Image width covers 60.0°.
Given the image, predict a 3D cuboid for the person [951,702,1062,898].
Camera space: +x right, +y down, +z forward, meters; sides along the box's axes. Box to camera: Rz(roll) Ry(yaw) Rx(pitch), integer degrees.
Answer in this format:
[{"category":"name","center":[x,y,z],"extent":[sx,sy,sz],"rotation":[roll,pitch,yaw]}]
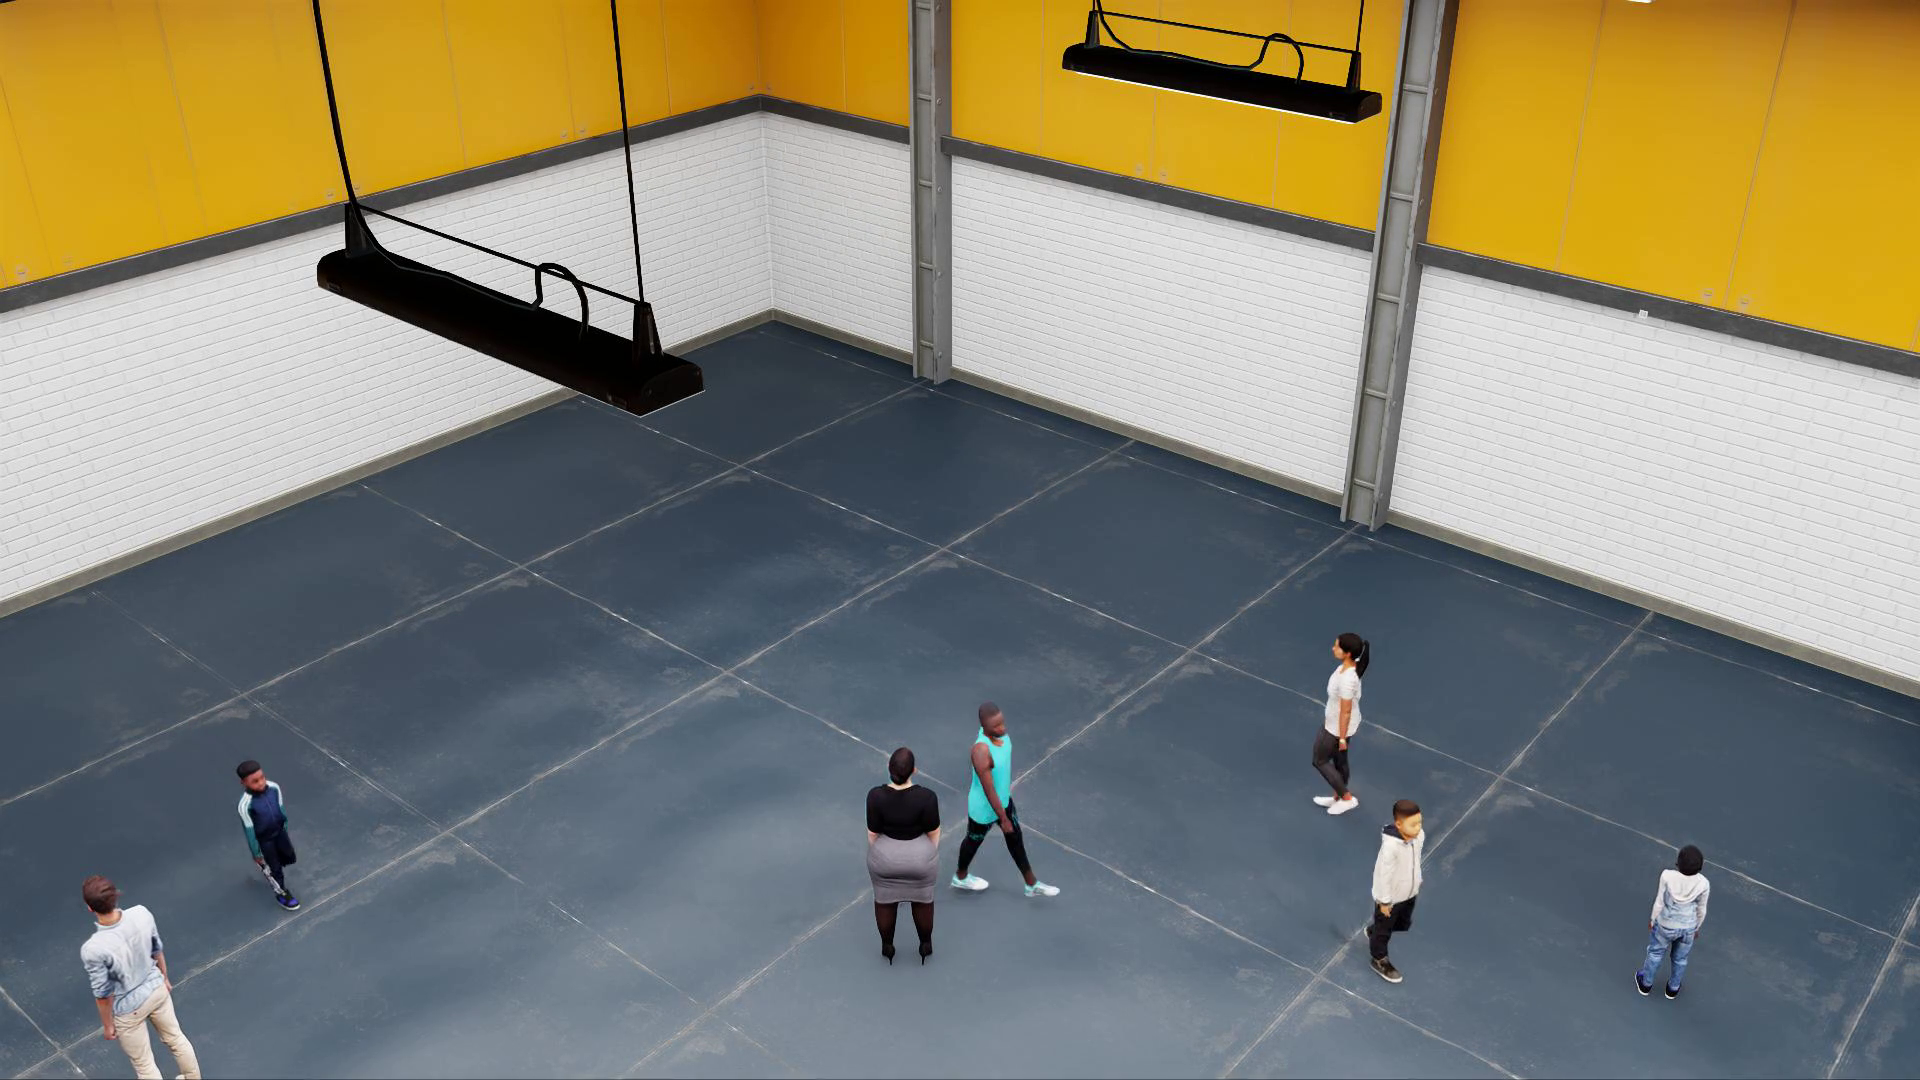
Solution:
[{"category":"person","center":[0.114,1.866,11.870],"extent":[1.143,1.776,0.875],"rotation":[9,30,15]}]

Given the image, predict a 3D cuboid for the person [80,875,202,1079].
[{"category":"person","center":[-4.995,2.793,10.097],"extent":[0.625,1.847,0.703],"rotation":[13,31,22]}]

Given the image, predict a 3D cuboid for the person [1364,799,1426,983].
[{"category":"person","center":[2.915,2.349,11.331],"extent":[0.657,1.444,0.700],"rotation":[-20,34,-32]}]

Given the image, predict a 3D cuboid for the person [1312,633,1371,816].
[{"category":"person","center":[3.023,1.432,12.812],"extent":[0.702,1.636,0.663],"rotation":[11,30,19]}]

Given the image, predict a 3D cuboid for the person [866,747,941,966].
[{"category":"person","center":[-0.382,2.168,11.333],"extent":[0.757,1.760,0.838],"rotation":[1,29,2]}]

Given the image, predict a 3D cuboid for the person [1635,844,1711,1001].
[{"category":"person","center":[4.797,2.550,11.154],"extent":[0.527,1.260,0.612],"rotation":[8,30,15]}]

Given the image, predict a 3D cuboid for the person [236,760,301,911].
[{"category":"person","center":[-5.025,2.103,11.989],"extent":[0.687,1.247,0.543],"rotation":[17,33,28]}]
